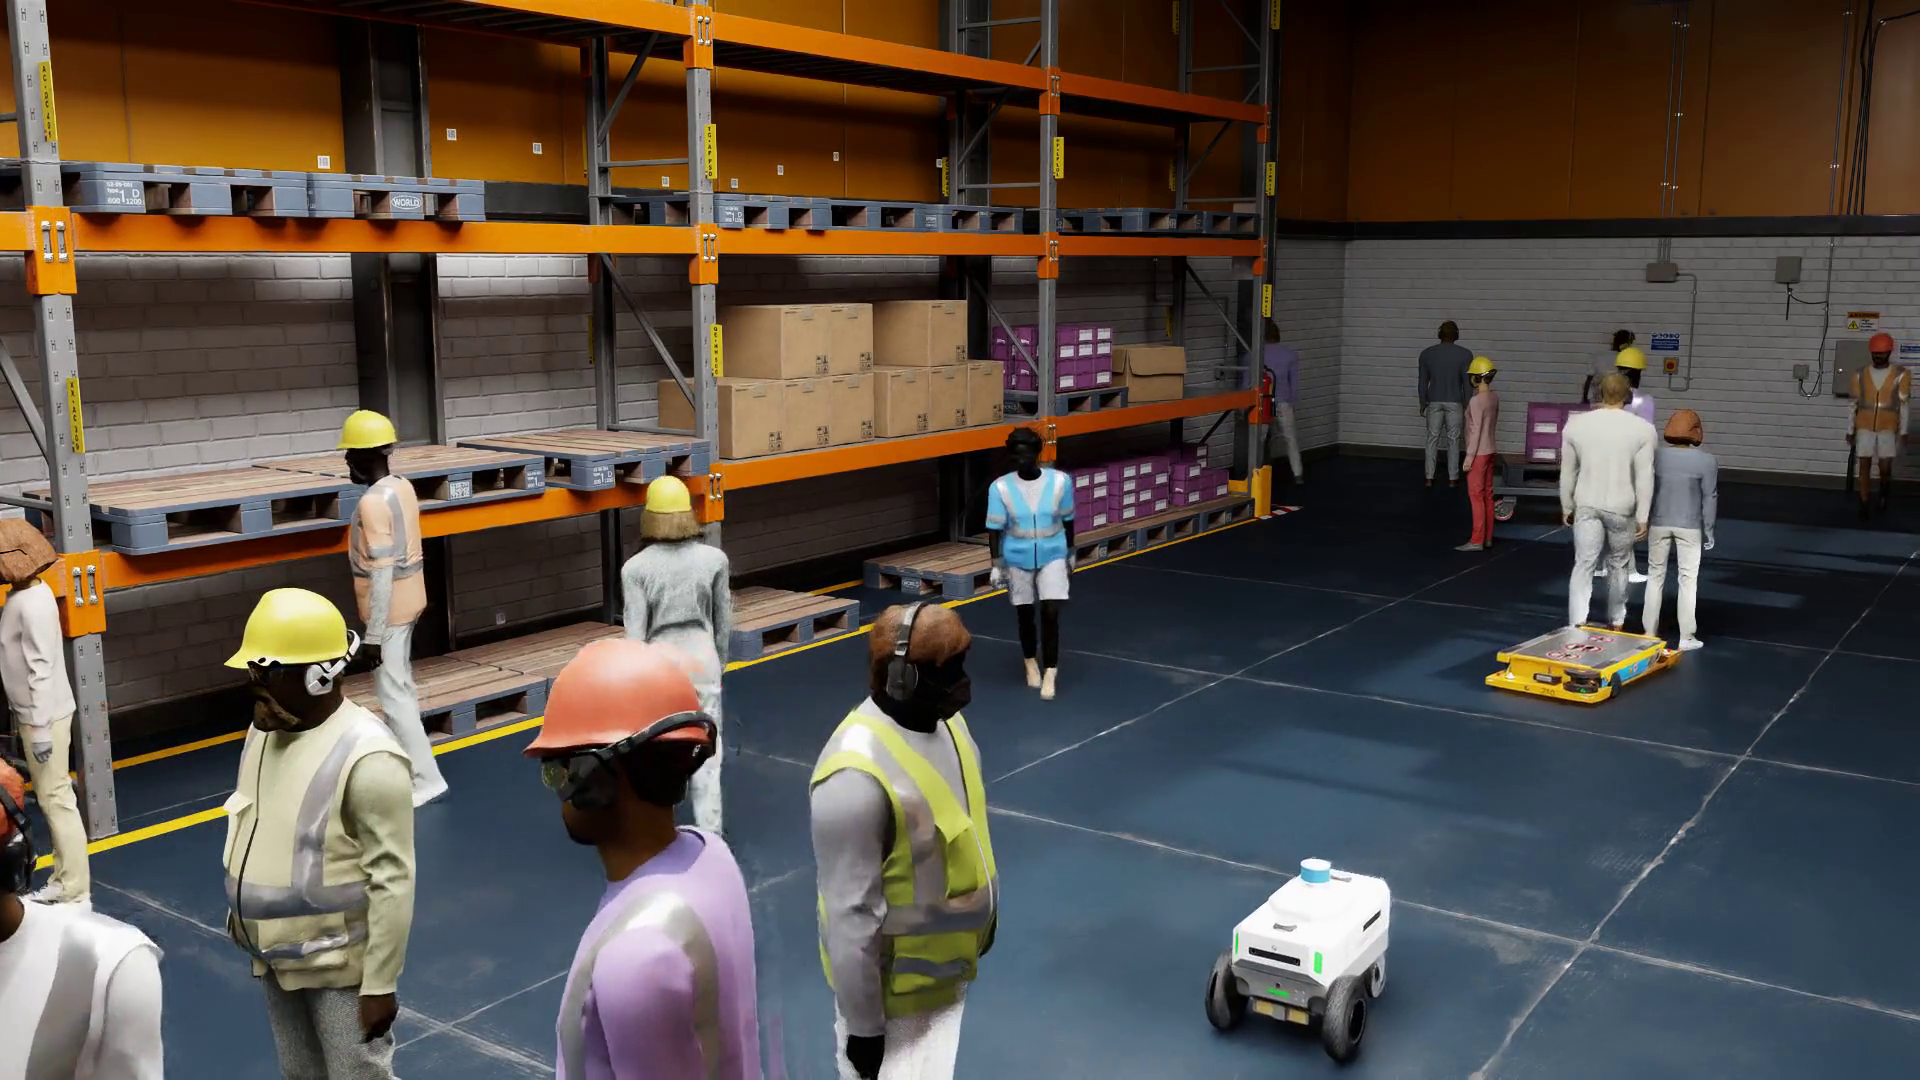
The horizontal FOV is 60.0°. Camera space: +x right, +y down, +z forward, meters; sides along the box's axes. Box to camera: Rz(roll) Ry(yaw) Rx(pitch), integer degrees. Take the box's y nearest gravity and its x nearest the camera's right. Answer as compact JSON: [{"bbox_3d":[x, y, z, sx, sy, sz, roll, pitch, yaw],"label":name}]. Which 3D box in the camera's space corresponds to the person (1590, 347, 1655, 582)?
[{"bbox_3d":[5.432,-0.615,13.642,0.384,1.923,0.594,-7,12,-35],"label":"person"}]

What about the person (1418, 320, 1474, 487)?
[{"bbox_3d":[5.640,-1.578,19.341,0.630,1.940,0.372,5,11,26],"label":"person"}]

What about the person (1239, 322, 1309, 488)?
[{"bbox_3d":[3.652,-1.541,19.215,0.832,1.913,0.559,1,10,6],"label":"person"}]

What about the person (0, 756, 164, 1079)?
[{"bbox_3d":[-1.583,1.238,2.775,0.598,1.862,0.449,1,10,8],"label":"person"}]

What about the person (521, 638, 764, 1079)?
[{"bbox_3d":[-0.526,1.165,2.784,0.544,2.011,0.601,1,10,5],"label":"person"}]

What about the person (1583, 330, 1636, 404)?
[{"bbox_3d":[7.585,-1.533,19.414,0.628,1.833,0.387,3,10,16],"label":"person"}]

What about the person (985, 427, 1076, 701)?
[{"bbox_3d":[0.426,0.134,9.984,0.547,1.643,0.710,0,10,0],"label":"person"}]

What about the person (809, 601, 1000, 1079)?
[{"bbox_3d":[-0.123,1.047,4.040,0.431,1.835,0.627,4,10,22],"label":"person"}]

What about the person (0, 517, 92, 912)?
[{"bbox_3d":[-3.669,0.717,6.608,0.277,1.628,0.500,-6,11,-32],"label":"person"}]

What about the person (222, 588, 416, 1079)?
[{"bbox_3d":[-1.616,1.020,4.182,0.599,1.832,0.404,7,12,36],"label":"person"}]

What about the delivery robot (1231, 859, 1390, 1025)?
[{"bbox_3d":[1.222,1.348,5.751,0.477,0.478,0.707,6,11,33],"label":"delivery robot"}]

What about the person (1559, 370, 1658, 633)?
[{"bbox_3d":[4.385,-0.208,11.343,0.637,1.895,1.004,6,11,30],"label":"person"}]

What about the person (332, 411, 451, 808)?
[{"bbox_3d":[-2.728,0.354,8.000,0.517,1.946,0.627,-1,10,-6],"label":"person"}]

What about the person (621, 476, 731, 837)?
[{"bbox_3d":[-1.247,0.562,7.317,0.493,1.698,0.901,-3,10,-20],"label":"person"}]

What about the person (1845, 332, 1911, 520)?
[{"bbox_3d":[9.292,-1.152,16.859,0.575,1.916,0.488,7,12,36],"label":"person"}]

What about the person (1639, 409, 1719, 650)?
[{"bbox_3d":[4.860,-0.072,11.281,0.507,1.631,0.276,8,12,38],"label":"person"}]

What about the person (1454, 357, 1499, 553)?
[{"bbox_3d":[4.682,-0.771,15.048,0.314,1.767,0.534,7,12,37],"label":"person"}]

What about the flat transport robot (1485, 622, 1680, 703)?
[{"bbox_3d":[3.923,0.752,10.423,0.652,0.197,1.431,9,13,42],"label":"flat transport robot"}]
